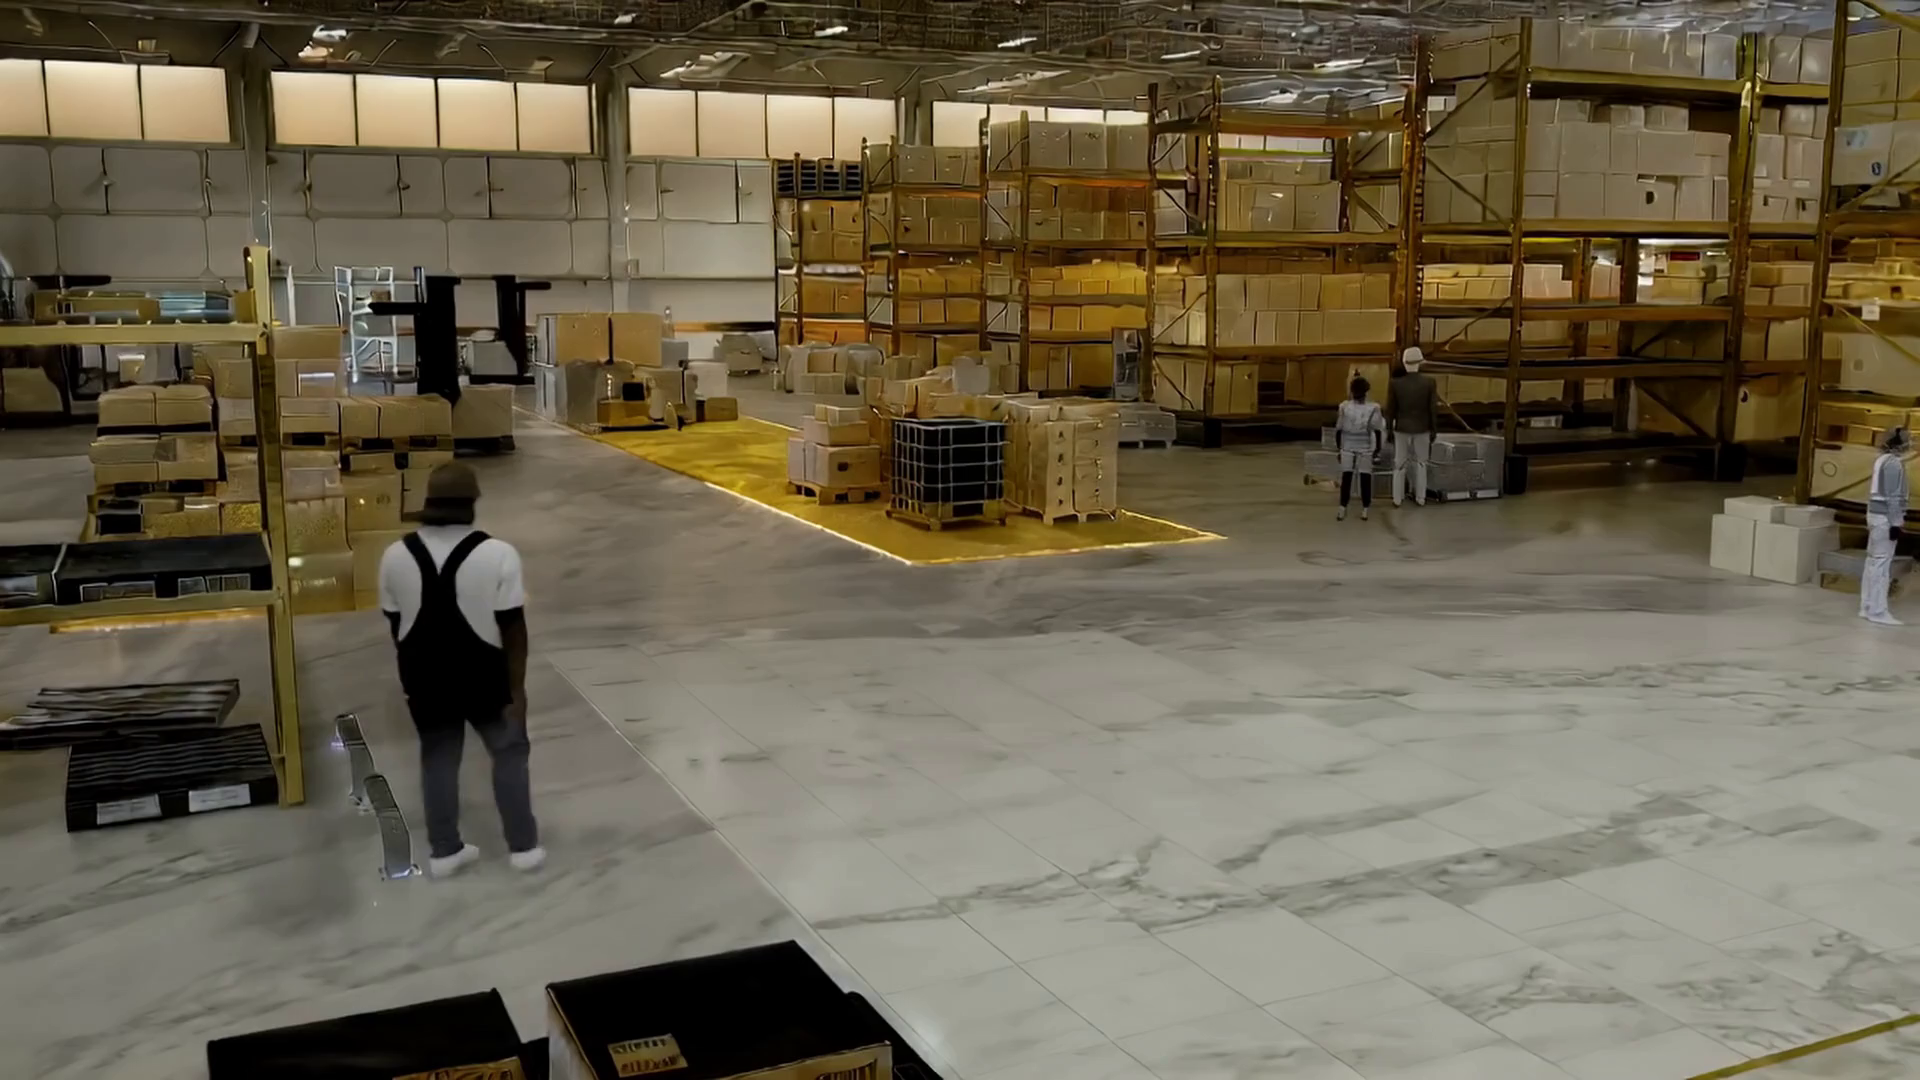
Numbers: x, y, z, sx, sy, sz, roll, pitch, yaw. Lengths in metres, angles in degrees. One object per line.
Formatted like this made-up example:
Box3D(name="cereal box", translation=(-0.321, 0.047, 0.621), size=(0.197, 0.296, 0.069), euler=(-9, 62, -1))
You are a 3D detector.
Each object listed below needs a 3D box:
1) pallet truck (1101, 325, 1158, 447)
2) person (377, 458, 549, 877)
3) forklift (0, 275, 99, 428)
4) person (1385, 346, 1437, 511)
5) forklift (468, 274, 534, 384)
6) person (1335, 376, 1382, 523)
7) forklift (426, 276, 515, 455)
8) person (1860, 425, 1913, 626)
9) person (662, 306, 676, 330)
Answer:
Box3D(name="pallet truck", translation=(2.881, -2.596, 27.923), size=(0.823, 1.965, 1.885), euler=(-1, 9, -7))
Box3D(name="person", translation=(-2.365, 0.610, 7.899), size=(0.698, 2.000, 0.537), euler=(0, 9, 2))
Box3D(name="forklift", translation=(-17.011, -3.559, 31.168), size=(1.873, 2.768, 1.129), euler=(-4, 10, -25))
Box3D(name="person", translation=(5.449, -1.335, 20.104), size=(0.609, 1.997, 0.374), euler=(1, 9, 8))
Box3D(name="forklift", translation=(-11.531, -5.355, 42.313), size=(1.873, 2.768, 1.129), euler=(-4, 10, -25))
Box3D(name="person", translation=(4.600, -1.048, 19.248), size=(0.533, 1.697, 0.318), euler=(4, 10, 23))
Box3D(name="forklift", translation=(-8.069, -2.737, 26.069), size=(1.873, 2.768, 1.129), euler=(-4, 10, -25))
Box3D(name="person", translation=(7.632, -0.125, 13.702), size=(0.308, 1.641, 0.515), euler=(3, 10, 16))
Box3D(name="person", translation=(-8.630, -5.952, 49.054), size=(0.581, 1.893, 0.607), euler=(4, 10, 25))
